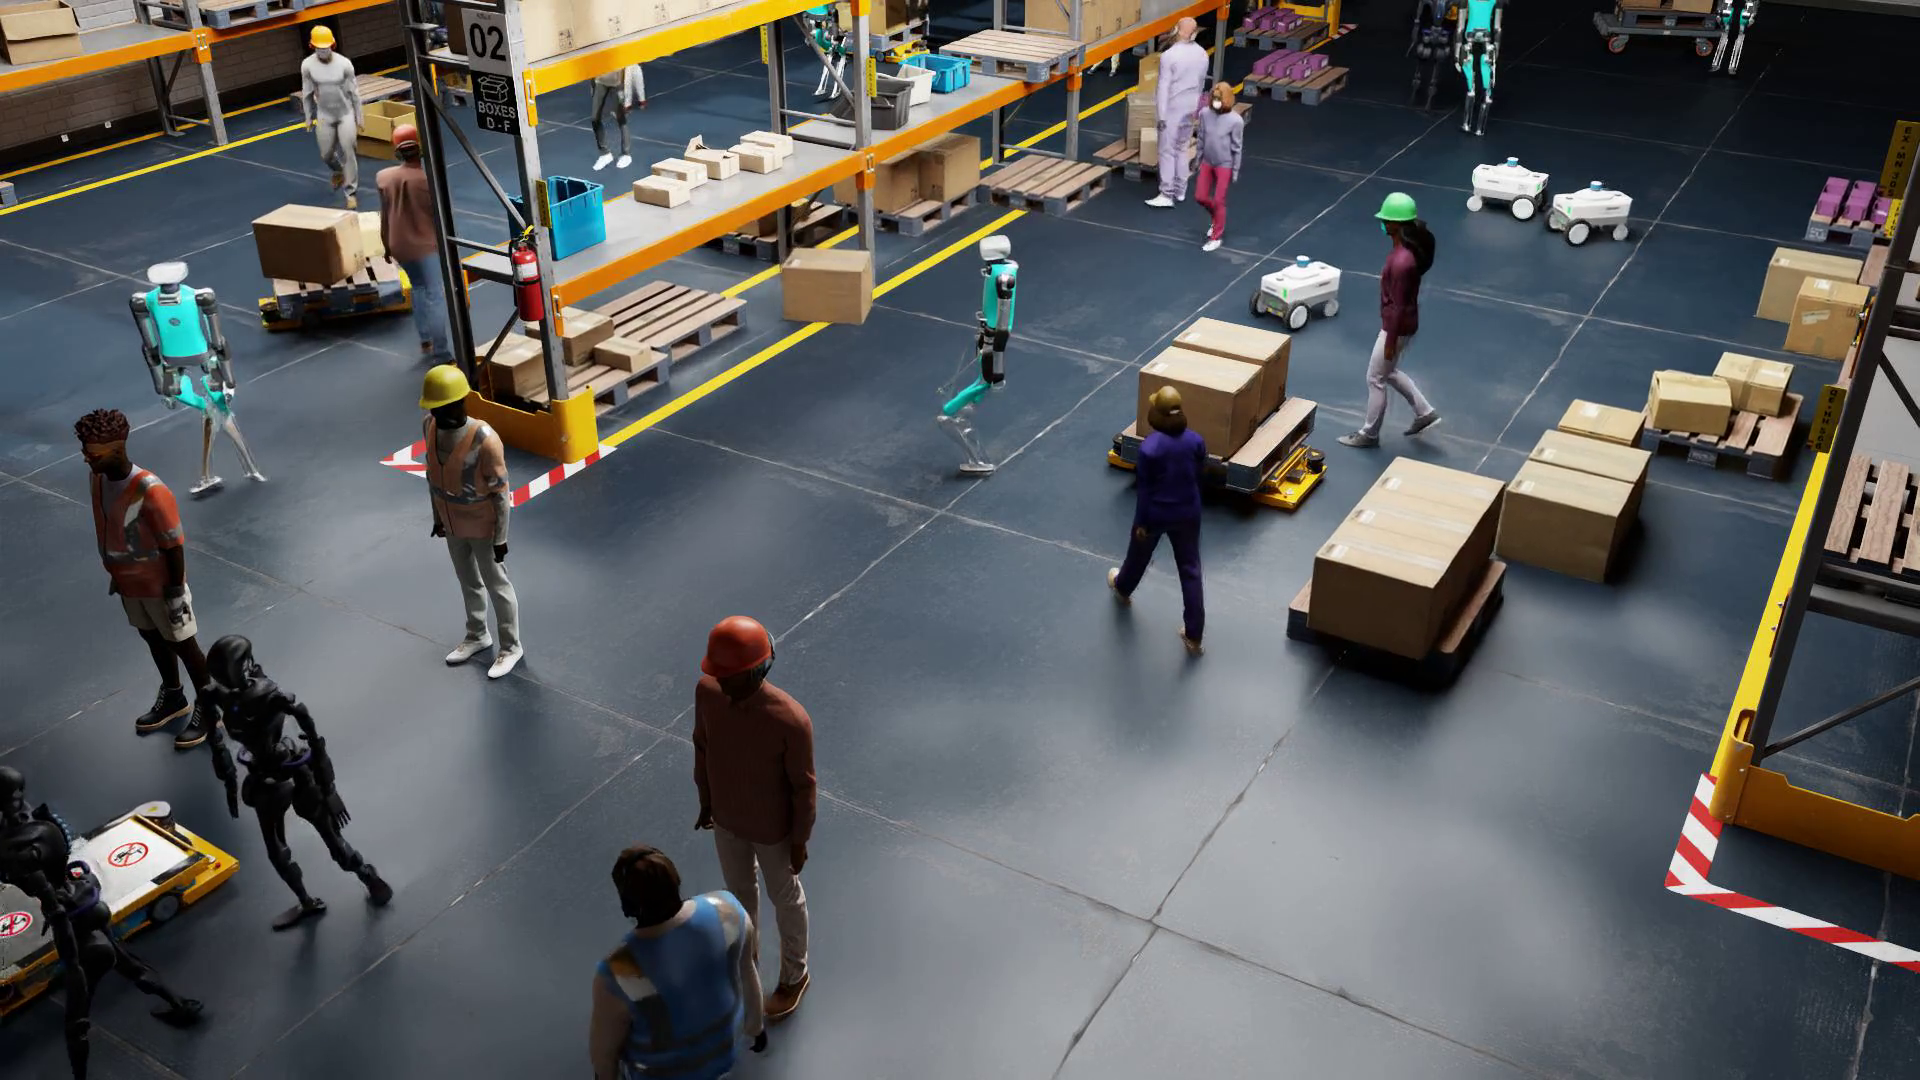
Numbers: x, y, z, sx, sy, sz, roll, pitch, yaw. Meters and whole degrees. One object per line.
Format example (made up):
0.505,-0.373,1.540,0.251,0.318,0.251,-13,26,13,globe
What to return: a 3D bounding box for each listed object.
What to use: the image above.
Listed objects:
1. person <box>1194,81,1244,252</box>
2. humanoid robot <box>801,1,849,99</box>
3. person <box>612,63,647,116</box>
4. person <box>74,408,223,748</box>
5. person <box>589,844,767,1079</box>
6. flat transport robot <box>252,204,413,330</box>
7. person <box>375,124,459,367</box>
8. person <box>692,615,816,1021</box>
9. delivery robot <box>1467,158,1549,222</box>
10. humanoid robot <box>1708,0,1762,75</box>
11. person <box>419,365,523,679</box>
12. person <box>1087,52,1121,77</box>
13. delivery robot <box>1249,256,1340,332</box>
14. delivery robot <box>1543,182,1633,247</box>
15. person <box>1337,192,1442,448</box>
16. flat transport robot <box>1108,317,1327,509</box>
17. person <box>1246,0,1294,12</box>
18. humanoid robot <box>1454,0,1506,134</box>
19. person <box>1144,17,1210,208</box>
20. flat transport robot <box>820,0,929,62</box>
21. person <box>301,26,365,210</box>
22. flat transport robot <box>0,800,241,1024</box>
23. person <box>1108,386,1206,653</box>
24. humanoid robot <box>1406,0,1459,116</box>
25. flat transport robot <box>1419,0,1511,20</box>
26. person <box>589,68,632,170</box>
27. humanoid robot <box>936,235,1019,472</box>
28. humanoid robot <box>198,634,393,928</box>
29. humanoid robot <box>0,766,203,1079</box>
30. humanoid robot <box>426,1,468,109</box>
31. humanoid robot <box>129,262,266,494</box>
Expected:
2.477,-3.577,15.878,0.529,1.621,0.407,25,38,36,person
-1.603,-6.317,20.492,0.533,1.675,0.735,16,33,27,humanoid robot
-4.097,-6.146,20.179,0.367,1.898,0.765,13,32,22,person
-4.338,0.202,8.862,0.601,1.965,0.368,17,33,27,person
-1.095,1.829,6.152,0.635,1.792,0.947,-26,38,-37,person
-5.440,-2.144,14.735,1.431,0.231,0.659,-12,32,-20,flat transport robot
-4.341,-2.342,13.376,0.714,1.951,0.726,6,30,10,person
-0.886,1.179,7.106,0.607,1.994,0.375,17,33,27,person
5.622,-3.624,17.034,0.739,0.566,0.499,16,33,27,delivery robot
10.112,-6.918,21.551,0.533,1.677,0.735,16,33,27,humanoid robot
-2.790,-0.109,9.451,0.583,1.927,0.363,17,33,27,person
1.947,-6.984,21.787,0.558,1.751,0.324,17,33,27,person
2.937,-2.157,14.487,0.803,0.614,0.499,-19,34,-30,delivery robot
6.178,-3.211,16.343,0.801,0.607,0.499,-5,30,-9,delivery robot
3.195,-1.550,12.006,0.611,1.926,0.529,12,32,20,person
1.852,-0.590,11.985,1.431,0.231,0.659,16,33,27,flat transport robot
4.780,-8.809,25.068,0.903,1.704,0.561,-10,31,-17,person
6.004,-5.538,19.255,0.533,1.768,0.805,3,30,5,humanoid robot
2.201,-4.375,17.066,0.794,1.863,0.455,-23,37,-35,person
-1.198,-6.841,23.043,1.431,0.231,0.659,16,33,27,flat transport robot
-6.397,-4.349,17.015,0.581,1.867,0.687,-7,30,-11,person
-4.218,1.765,7.820,0.659,0.231,1.431,18,34,29,flat transport robot
1.230,-0.166,9.925,0.471,1.557,0.907,-10,31,-17,person
5.742,-6.022,20.175,0.608,1.638,0.612,6,30,10,humanoid robot
7.577,-8.174,25.401,0.659,0.231,1.431,-3,30,-5,flat transport robot
-3.827,-4.930,18.068,0.519,1.837,0.611,7,30,13,person
0.054,-1.204,11.645,0.716,1.852,0.551,-3,30,-6,humanoid robot
-3.064,1.075,7.611,0.607,1.637,0.490,5,30,8,humanoid robot
-3.621,1.564,6.792,0.758,1.623,0.589,-20,35,-31,humanoid robot
-6.261,-6.126,20.370,0.588,1.636,0.694,16,33,26,humanoid robot
-5.223,-1.144,11.463,0.569,1.778,0.778,-7,30,-12,humanoid robot
